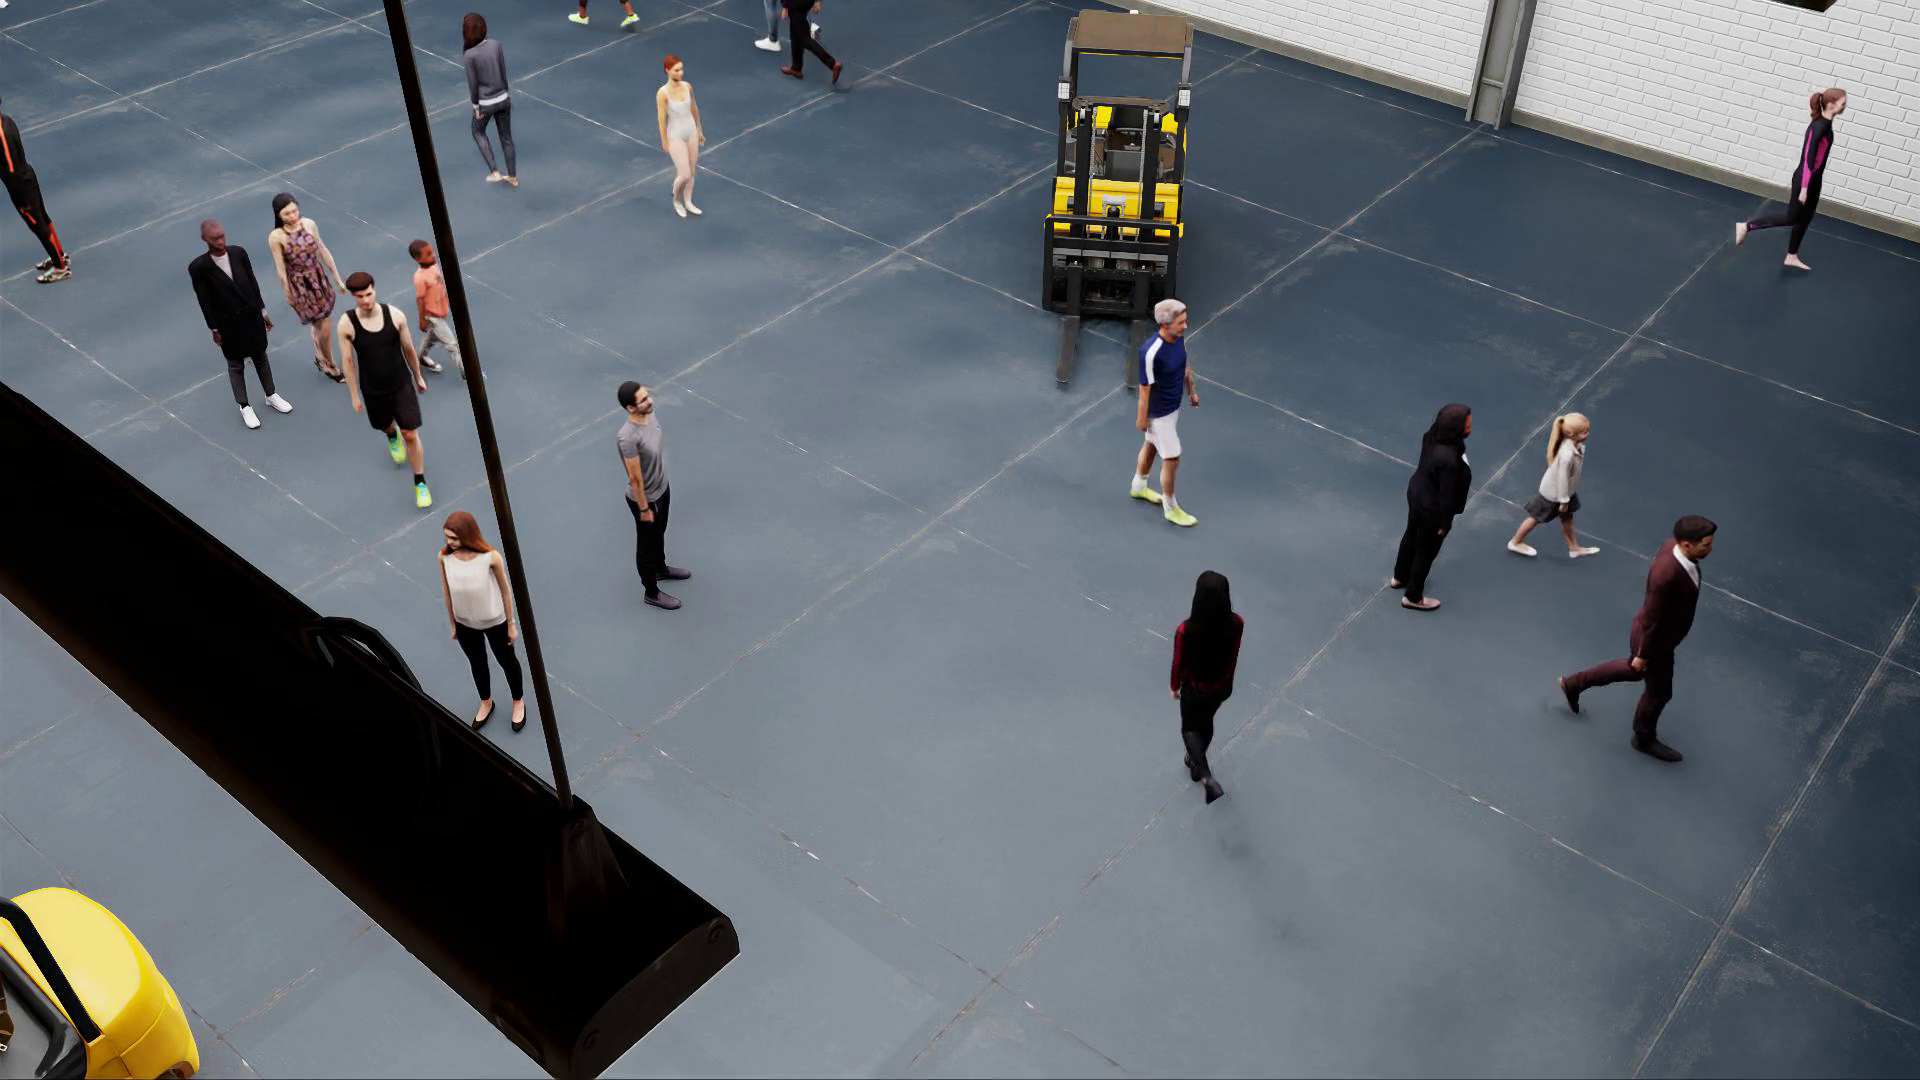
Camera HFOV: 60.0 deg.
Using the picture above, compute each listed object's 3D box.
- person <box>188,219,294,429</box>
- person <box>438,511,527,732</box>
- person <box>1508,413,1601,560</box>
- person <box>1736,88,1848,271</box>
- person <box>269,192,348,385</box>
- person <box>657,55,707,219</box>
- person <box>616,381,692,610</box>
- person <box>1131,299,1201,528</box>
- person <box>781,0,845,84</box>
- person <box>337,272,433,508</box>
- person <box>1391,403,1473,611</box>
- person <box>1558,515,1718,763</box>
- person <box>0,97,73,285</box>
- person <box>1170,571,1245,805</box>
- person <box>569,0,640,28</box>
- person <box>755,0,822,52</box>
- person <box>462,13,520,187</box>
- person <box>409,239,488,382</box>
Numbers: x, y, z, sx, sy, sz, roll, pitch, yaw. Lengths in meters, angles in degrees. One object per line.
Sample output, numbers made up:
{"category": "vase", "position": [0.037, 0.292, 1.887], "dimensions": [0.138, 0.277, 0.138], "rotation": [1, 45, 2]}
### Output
{"category": "person", "position": [-5.753, -1.753, 13.225], "dimensions": [0.544, 1.764, 0.640], "rotation": [29, 47, 31]}
{"category": "person", "position": [-3.001, 0.491, 10.452], "dimensions": [0.613, 1.718, 0.704], "rotation": [3, 39, 4]}
{"category": "person", "position": [4.217, -0.379, 11.919], "dimensions": [0.896, 1.248, 0.648], "rotation": [17, 42, 20]}
{"category": "person", "position": [7.640, -3.297, 15.182], "dimensions": [0.976, 1.735, 0.614], "rotation": [22, 44, 25]}
{"category": "person", "position": [-5.389, -2.070, 13.628], "dimensions": [0.764, 1.759, 0.664], "rotation": [20, 43, 23]}
{"category": "person", "position": [-2.732, -3.894, 16.013], "dimensions": [0.548, 1.632, 0.553], "rotation": [29, 47, 31]}
{"category": "person", "position": [-2.152, -0.341, 11.467], "dimensions": [0.728, 1.753, 0.703], "rotation": [3, 39, 4]}
{"category": "person", "position": [1.421, -1.005, 12.246], "dimensions": [0.914, 1.818, 0.746], "rotation": [19, 42, 22]}
{"category": "person", "position": [-1.683, -5.941, 18.397], "dimensions": [1.181, 1.855, 0.852], "rotation": [20, 43, 23]}
{"category": "person", "position": [-4.311, -1.205, 12.464], "dimensions": [1.062, 1.858, 1.280], "rotation": [-14, 41, -17]}
{"category": "person", "position": [3.244, -0.244, 11.457], "dimensions": [0.830, 1.614, 0.767], "rotation": [-4, 39, -5]}
{"category": "person", "position": [4.238, 0.550, 10.278], "dimensions": [1.154, 1.844, 0.849], "rotation": [18, 42, 21]}
{"category": "person", "position": [-8.453, -3.208, 15.014], "dimensions": [0.752, 1.807, 0.613], "rotation": [-16, 41, -19]}
{"category": "person", "position": [1.512, 0.934, 9.964], "dimensions": [0.843, 1.636, 0.952], "rotation": [-10, 40, -12]}
{"category": "person", "position": [-4.239, -6.897, 19.708], "dimensions": [1.221, 1.713, 0.830], "rotation": [13, 40, 15]}
{"category": "person", "position": [-2.008, -6.480, 19.091], "dimensions": [1.134, 1.831, 0.837], "rotation": [16, 41, 19]}
{"category": "person", "position": [-4.578, -4.310, 16.433], "dimensions": [0.653, 1.757, 0.659], "rotation": [-29, 47, -31]}
{"category": "person", "position": [-4.418, -1.905, 13.803], "dimensions": [0.977, 1.282, 0.755], "rotation": [9, 40, 11]}
